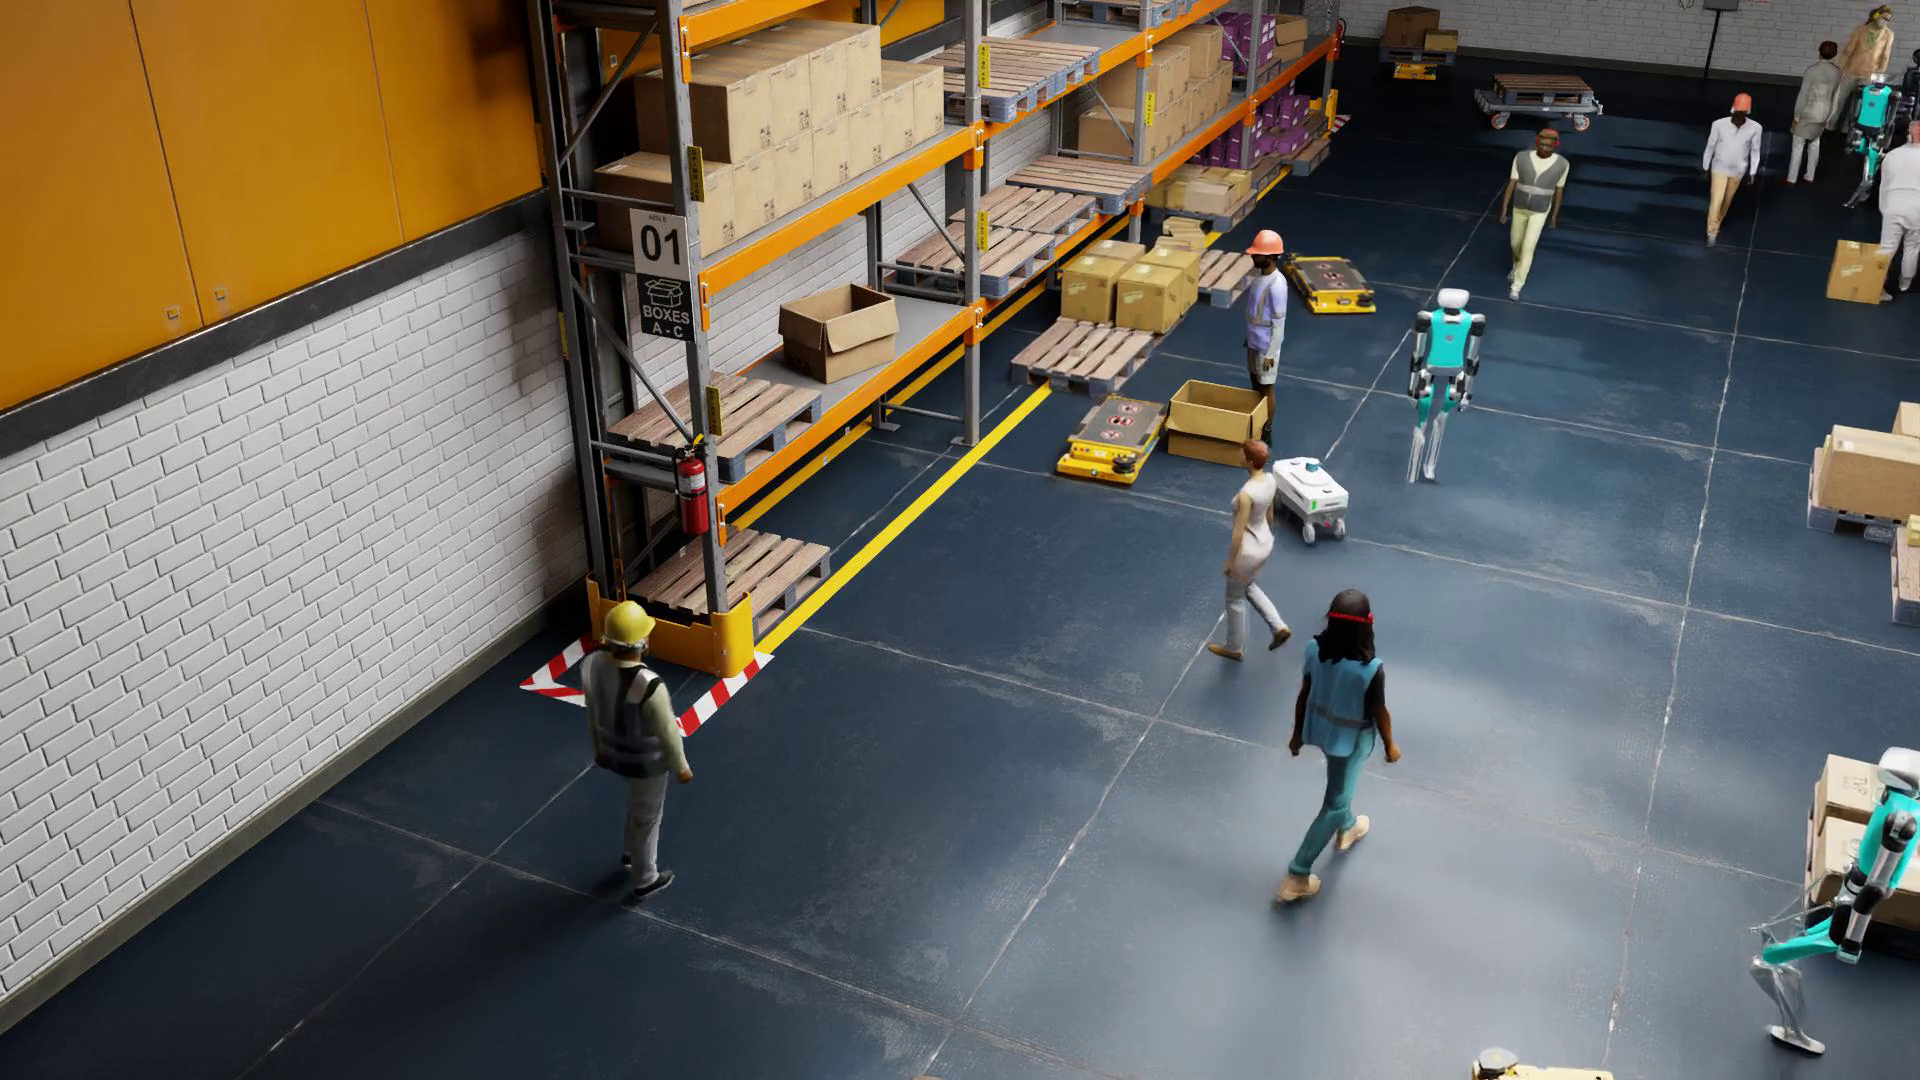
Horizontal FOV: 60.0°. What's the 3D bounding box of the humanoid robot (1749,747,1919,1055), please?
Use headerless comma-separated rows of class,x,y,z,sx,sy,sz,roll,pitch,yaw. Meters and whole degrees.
humanoid robot,4.122,1.753,7.984,0.667,1.848,0.545,17,33,29

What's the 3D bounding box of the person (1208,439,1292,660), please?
person,1.960,0.100,11.093,0.465,1.646,0.448,19,33,30

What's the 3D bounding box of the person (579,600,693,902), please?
person,-1.715,1.136,8.982,0.588,1.819,0.470,22,35,35

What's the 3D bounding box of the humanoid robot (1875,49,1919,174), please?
humanoid robot,12.157,-5.535,21.517,0.485,1.647,0.601,4,29,8

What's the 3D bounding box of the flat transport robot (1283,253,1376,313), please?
flat transport robot,3.955,-2.759,17.843,0.659,0.231,1.431,-1,28,-3

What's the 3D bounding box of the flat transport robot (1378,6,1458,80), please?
flat transport robot,7.423,-7.751,27.101,0.659,0.231,1.431,7,29,12

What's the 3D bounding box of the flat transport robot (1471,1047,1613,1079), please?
flat transport robot,2.735,2.876,7.395,0.659,0.231,1.431,3,28,5

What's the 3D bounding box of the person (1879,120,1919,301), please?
person,9.974,-3.458,17.475,0.718,1.853,0.891,25,37,38

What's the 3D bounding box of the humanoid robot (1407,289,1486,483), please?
humanoid robot,3.892,-1.248,13.538,0.531,1.811,0.760,5,29,10

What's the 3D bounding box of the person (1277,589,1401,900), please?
person,2.082,1.087,9.077,0.941,1.818,0.503,-19,34,-31

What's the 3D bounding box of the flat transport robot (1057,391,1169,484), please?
flat transport robot,1.371,-0.899,14.395,0.659,0.231,1.431,10,30,19

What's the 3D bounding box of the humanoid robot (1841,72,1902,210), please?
humanoid robot,11.065,-4.828,20.146,1.021,1.724,0.540,-22,35,-35

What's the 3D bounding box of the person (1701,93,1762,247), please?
person,8.891,-4.311,19.205,0.574,1.706,0.882,8,29,15

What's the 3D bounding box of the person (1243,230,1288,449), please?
person,2.546,-1.684,14.095,0.370,1.939,0.544,-4,29,-7

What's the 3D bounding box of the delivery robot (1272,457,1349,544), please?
delivery robot,2.739,-0.357,13.098,0.499,0.603,0.807,-9,30,-16

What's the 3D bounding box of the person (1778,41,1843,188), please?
person,10.806,-5.377,21.066,0.523,1.825,0.373,-3,29,-6

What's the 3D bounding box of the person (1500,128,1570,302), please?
person,6.059,-3.497,17.601,0.602,1.800,0.858,14,31,23

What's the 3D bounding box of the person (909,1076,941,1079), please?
person,-0.103,2.674,6.302,0.339,1.659,0.485,13,31,22

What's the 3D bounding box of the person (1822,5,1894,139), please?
person,12.503,-6.492,23.112,0.651,1.852,0.394,16,32,27
